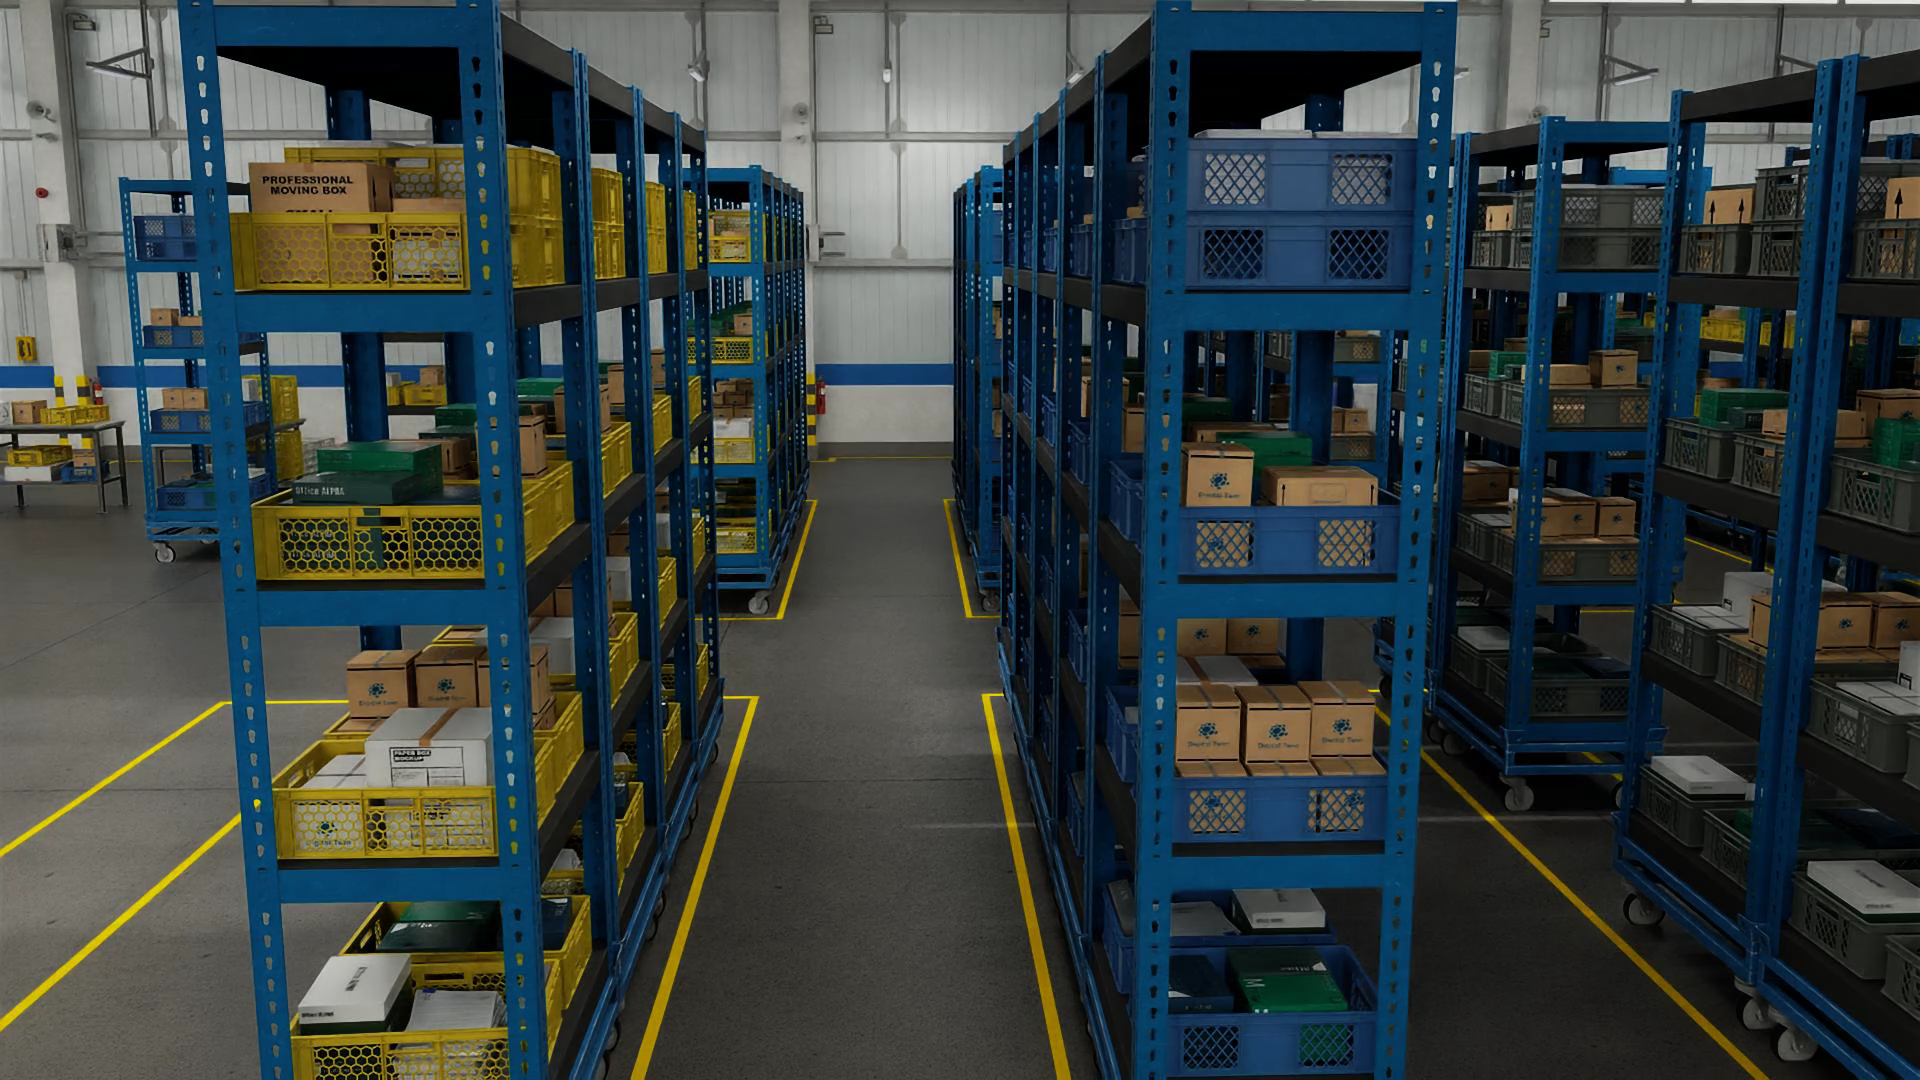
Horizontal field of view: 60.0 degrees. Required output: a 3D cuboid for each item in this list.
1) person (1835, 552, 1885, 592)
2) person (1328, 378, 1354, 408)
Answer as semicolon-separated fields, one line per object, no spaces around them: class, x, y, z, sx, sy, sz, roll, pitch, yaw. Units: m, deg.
person;6.709;-0.084;12.248;0.587;1.835;0.404;-4;11;-22
person;3.926;-1.068;17.834;0.571;1.845;0.383;0;10;-2
